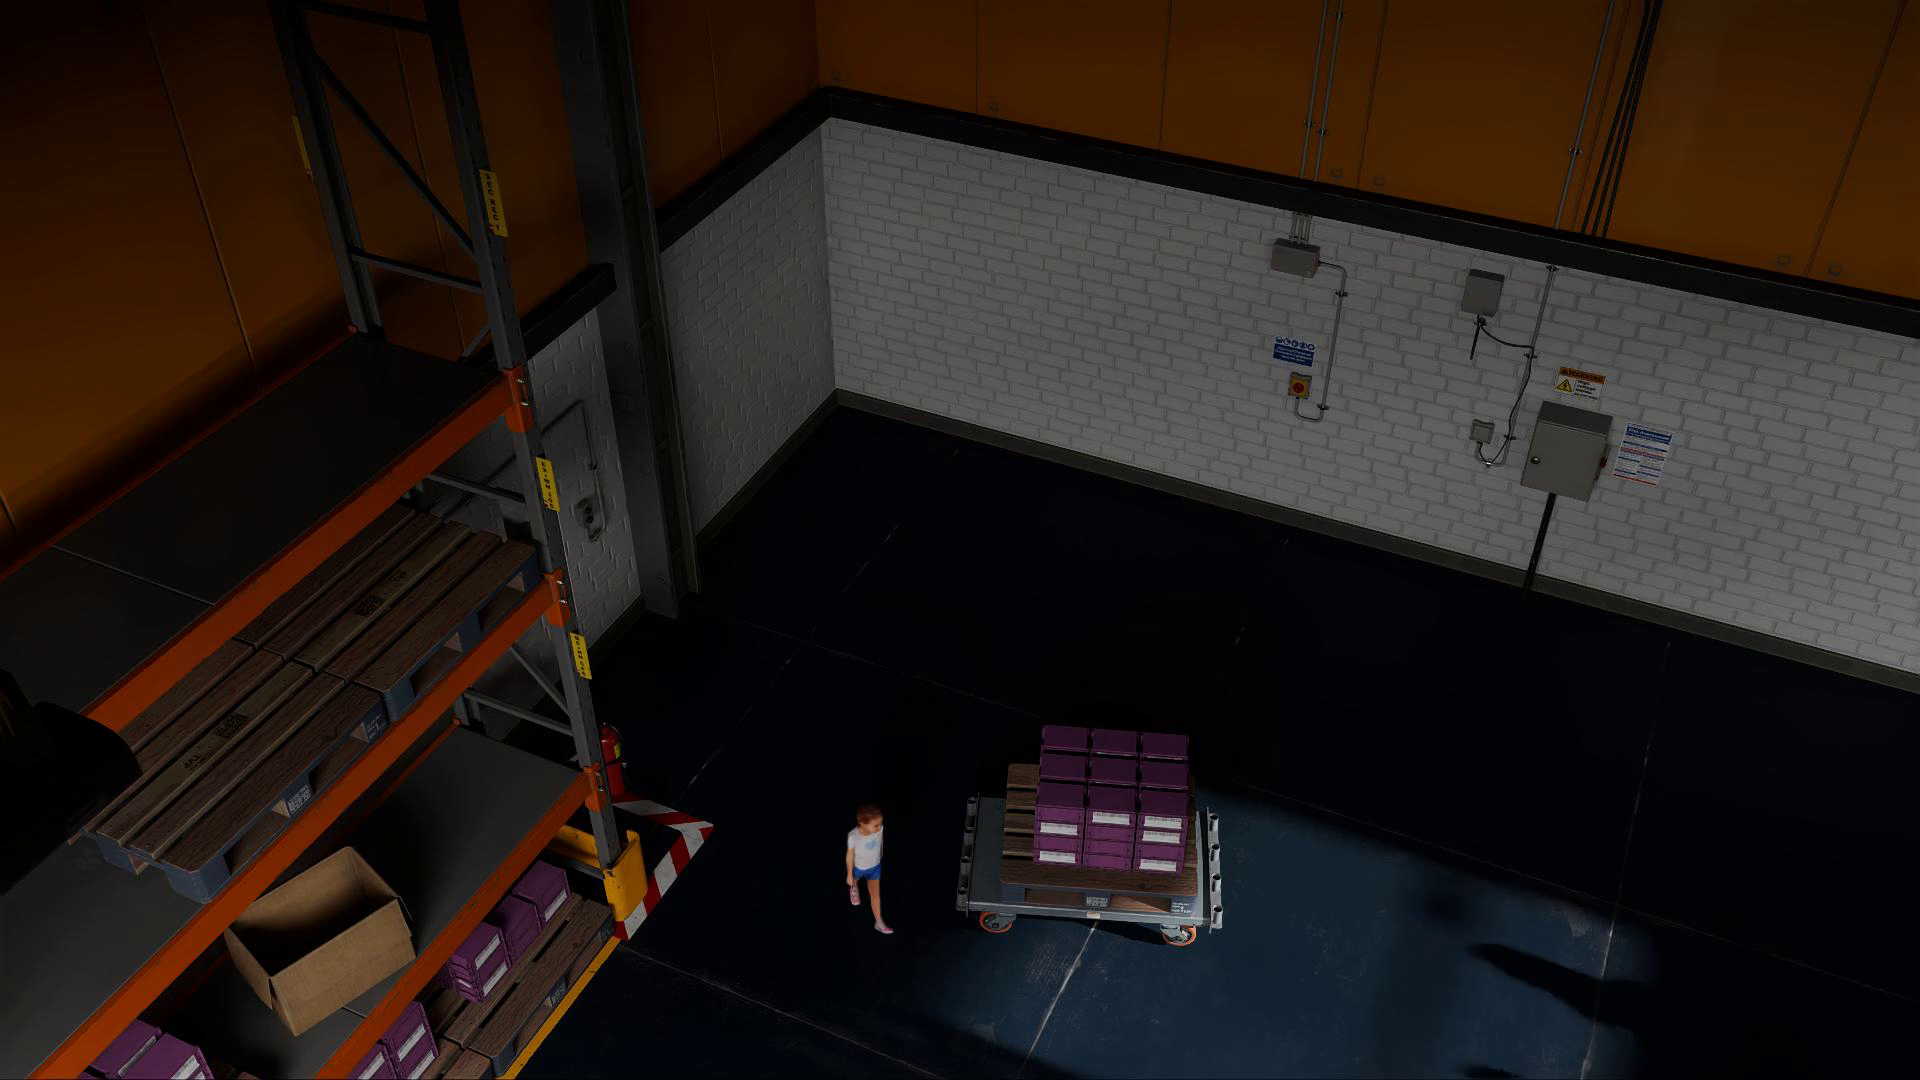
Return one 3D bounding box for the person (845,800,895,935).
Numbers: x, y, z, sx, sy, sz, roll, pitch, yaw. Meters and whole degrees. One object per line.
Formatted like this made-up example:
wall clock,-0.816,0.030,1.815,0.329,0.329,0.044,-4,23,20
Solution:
person,-0.616,1.973,10.433,0.723,0.985,0.769,-14,41,-16
